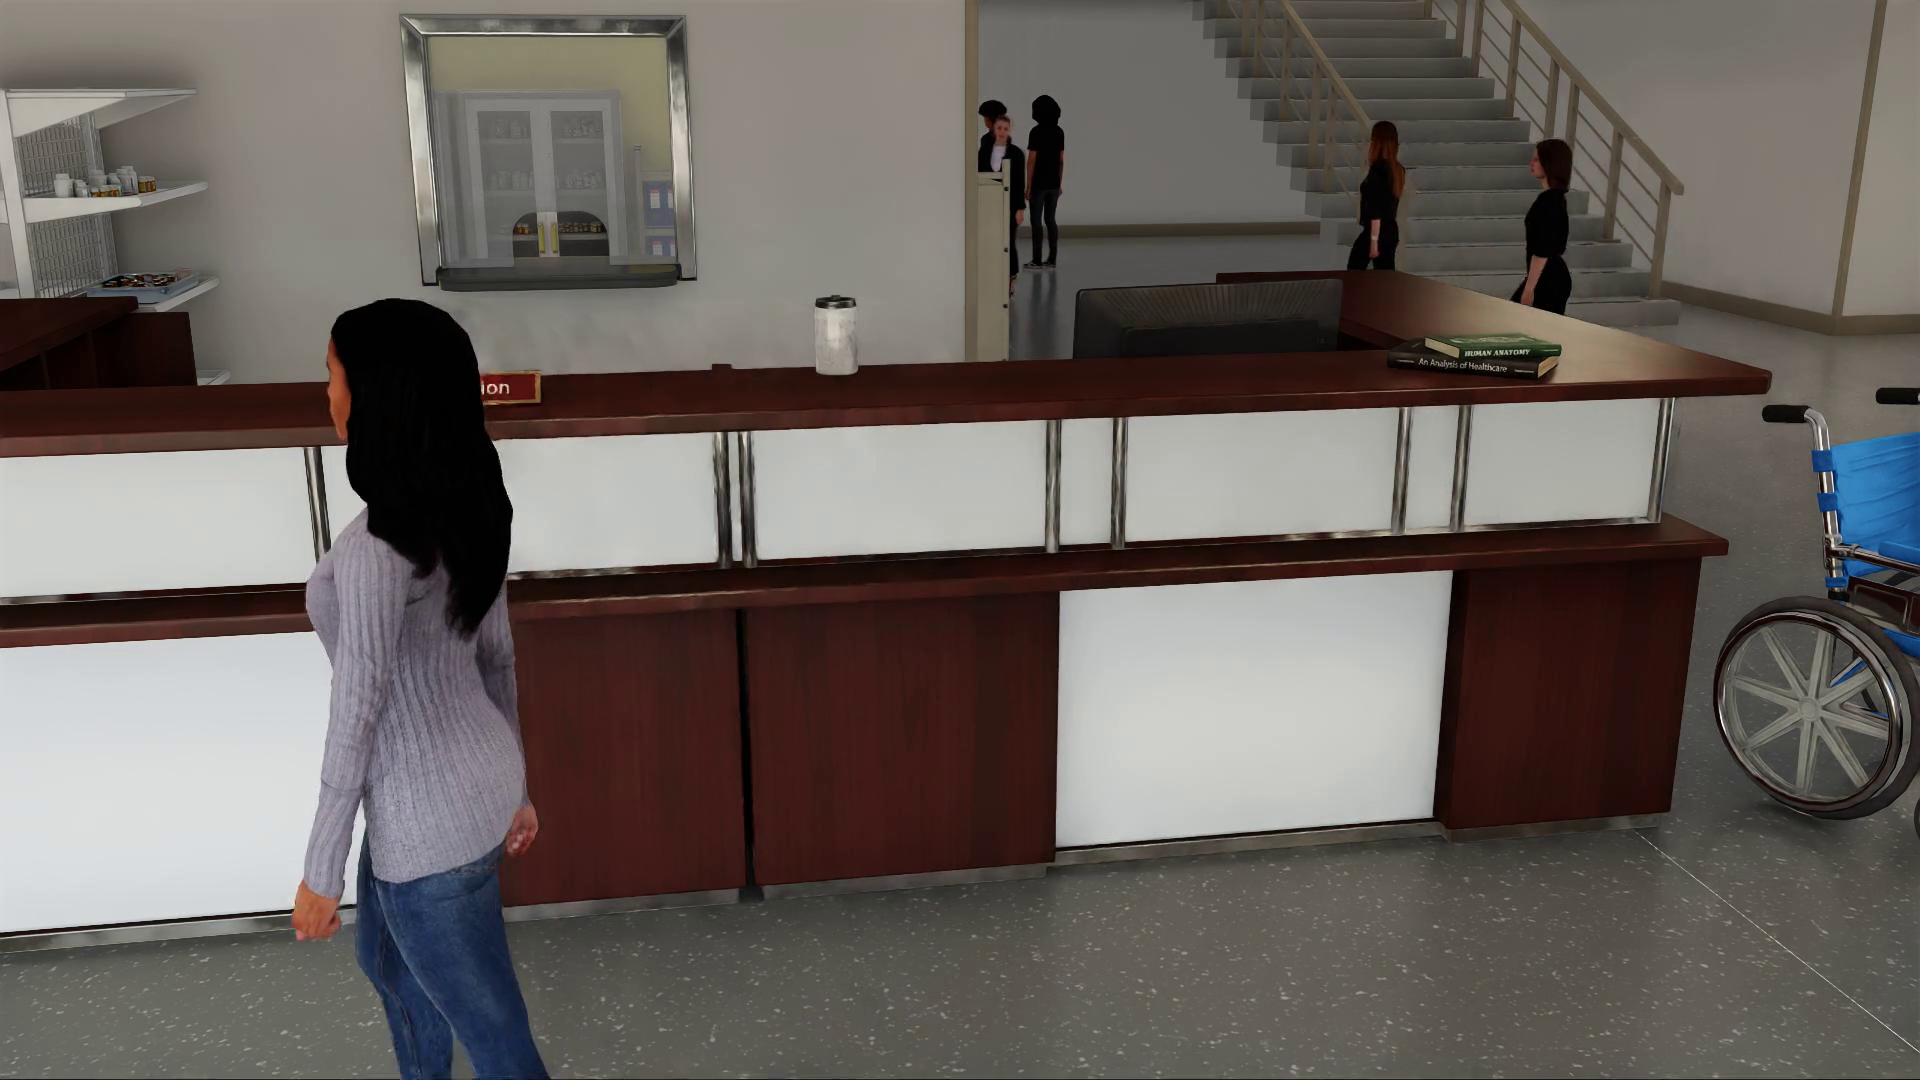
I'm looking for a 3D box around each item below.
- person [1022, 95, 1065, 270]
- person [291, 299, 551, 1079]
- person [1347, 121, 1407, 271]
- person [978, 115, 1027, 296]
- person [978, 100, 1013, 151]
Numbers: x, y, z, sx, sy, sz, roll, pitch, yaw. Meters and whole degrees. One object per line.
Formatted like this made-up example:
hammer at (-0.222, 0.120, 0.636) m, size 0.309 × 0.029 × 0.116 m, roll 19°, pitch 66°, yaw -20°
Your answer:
person at (0.915, -3.847, 17.871) m, size 0.709 × 1.825 × 0.698 m, roll -12°, pitch 20°, yaw -36°
person at (-0.759, 0.480, 2.745) m, size 0.764 × 1.718 × 0.770 m, roll 1°, pitch 16°, yaw 3°
person at (3.240, -2.263, 12.514) m, size 0.842 × 1.696 × 0.781 m, roll 15°, pitch 21°, yaw 42°
person at (0.394, -2.977, 15.133) m, size 0.915 × 1.648 × 1.197 m, roll 5°, pitch 16°, yaw 16°
person at (0.374, -3.781, 17.744) m, size 0.779 × 1.780 × 0.711 m, roll 10°, pitch 18°, yaw 31°
